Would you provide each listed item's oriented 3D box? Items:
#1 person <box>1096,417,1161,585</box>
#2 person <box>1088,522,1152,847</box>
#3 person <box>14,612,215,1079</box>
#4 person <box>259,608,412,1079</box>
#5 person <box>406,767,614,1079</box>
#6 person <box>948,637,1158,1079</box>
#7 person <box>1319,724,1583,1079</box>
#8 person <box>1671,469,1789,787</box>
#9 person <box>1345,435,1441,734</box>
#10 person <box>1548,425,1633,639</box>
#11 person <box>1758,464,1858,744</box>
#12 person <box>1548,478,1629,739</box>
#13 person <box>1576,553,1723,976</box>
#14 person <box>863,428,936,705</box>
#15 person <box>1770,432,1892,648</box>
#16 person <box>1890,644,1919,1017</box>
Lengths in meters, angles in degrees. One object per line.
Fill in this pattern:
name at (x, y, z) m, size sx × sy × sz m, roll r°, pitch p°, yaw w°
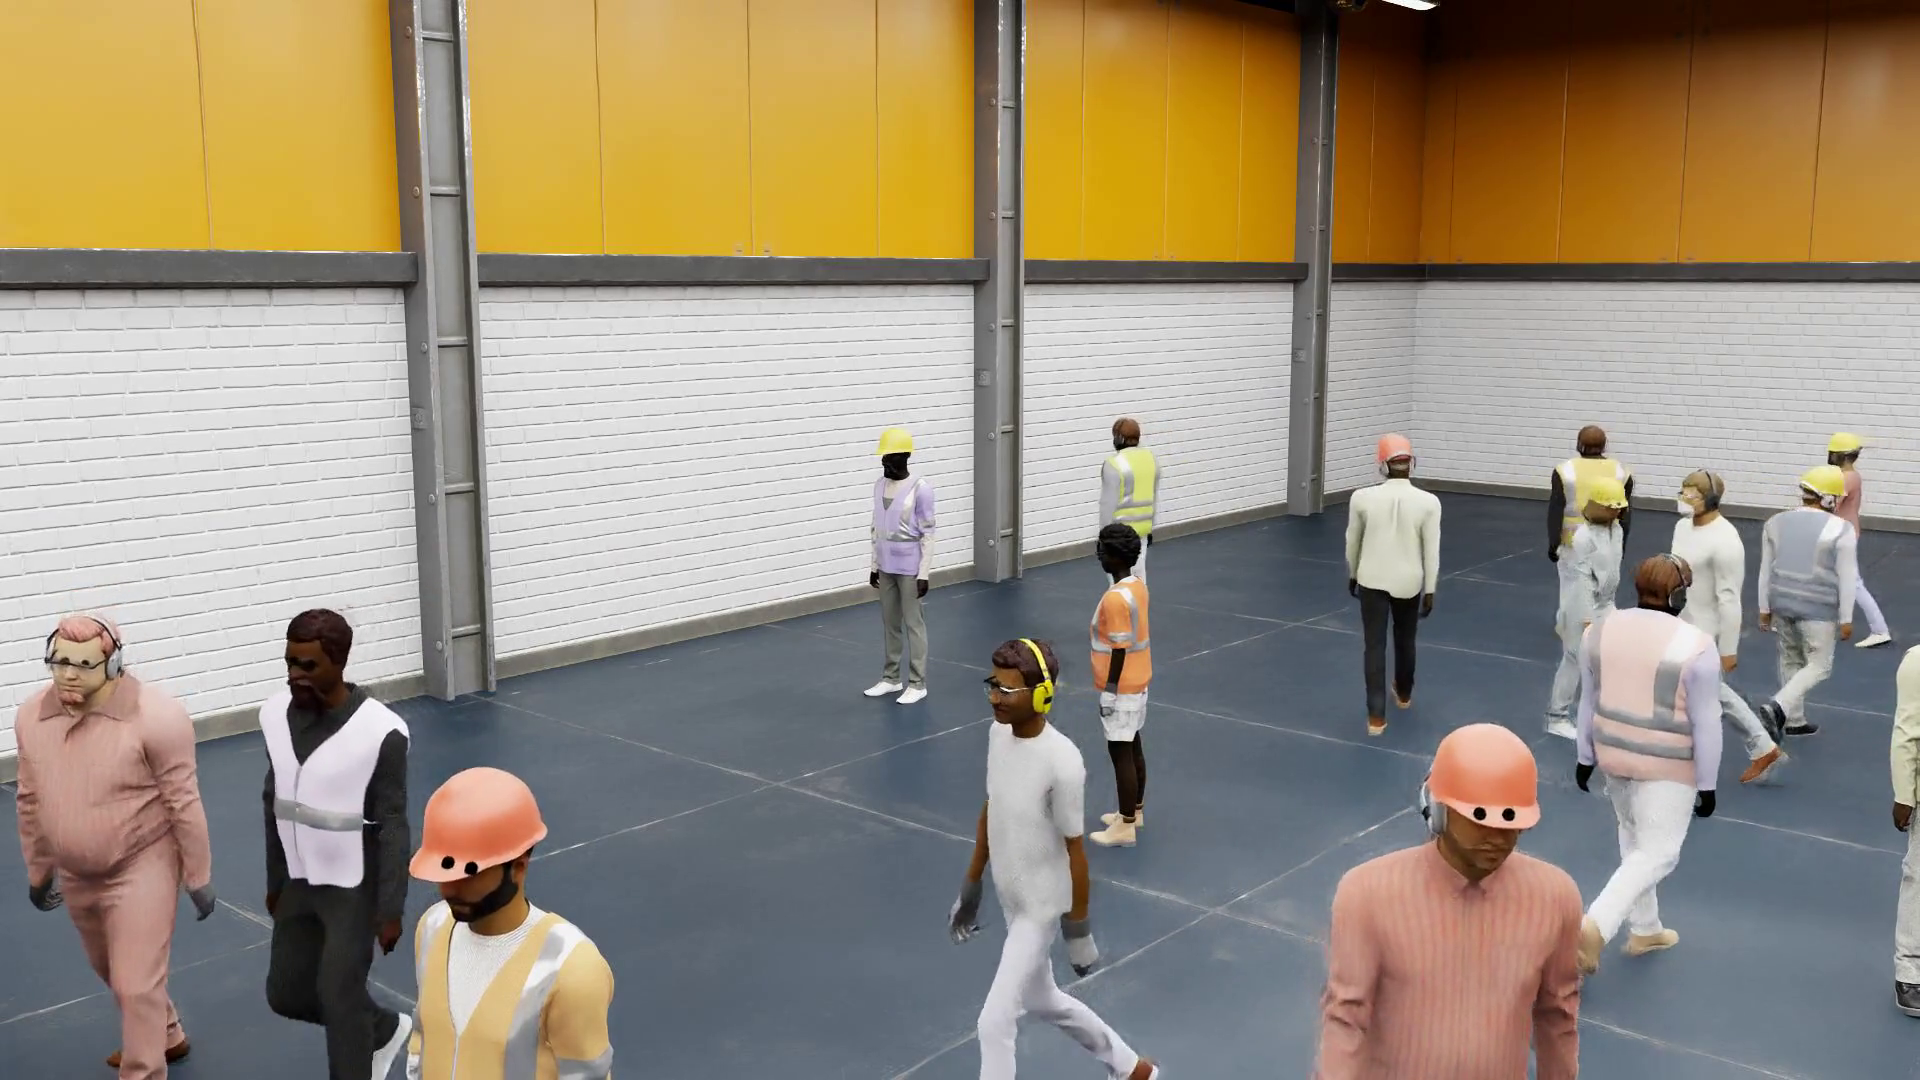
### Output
person at (1.348, -0.086, 13.537) m, size 0.429 × 1.841 × 0.634 m, roll 9°, pitch 13°, yaw 44°
person at (0.837, 0.751, 8.710) m, size 0.316 × 1.697 × 0.542 m, roll 3°, pitch 9°, yaw 18°
person at (-2.943, 1.132, 5.858) m, size 0.699 × 1.865 × 0.726 m, roll 2°, pitch 9°, yaw 14°
person at (-2.067, 1.144, 5.611) m, size 0.619 × 1.902 × 0.533 m, roll 5°, pitch 10°, yaw 26°
person at (-1.018, 1.435, 3.679) m, size 0.544 × 1.936 × 0.359 m, roll 5°, pitch 10°, yaw 28°
person at (0.281, 1.198, 5.499) m, size 0.921 × 1.836 × 0.511 m, roll -4°, pitch 10°, yaw -22°
person at (1.152, 1.386, 3.897) m, size 0.654 × 1.965 × 0.725 m, roll 0°, pitch 9°, yaw 2°
person at (4.328, 0.526, 9.549) m, size 0.988 × 1.904 × 0.640 m, roll 1°, pitch 9°, yaw 4°
person at (2.867, 0.261, 11.094) m, size 0.603 × 1.921 × 1.058 m, roll 2°, pitch 9°, yaw 11°
person at (4.989, -0.014, 13.229) m, size 0.644 × 1.791 × 0.986 m, roll 2°, pitch 9°, yaw 10°
person at (5.270, 0.423, 10.446) m, size 0.672 × 1.808 × 0.596 m, roll -5°, pitch 11°, yaw -31°
person at (4.057, 0.452, 10.564) m, size 0.507 × 1.709 × 0.621 m, roll -7°, pitch 11°, yaw -35°
person at (2.872, 0.963, 7.061) m, size 0.809 × 1.817 × 0.648 m, roll -6°, pitch 11°, yaw -32°
person at (-0.427, 0.176, 11.607) m, size 0.366 × 1.926 × 0.592 m, roll -9°, pitch 13°, yaw -44°
person at (7.113, -0.010, 13.412) m, size 0.898 × 1.726 × 0.523 m, roll 6°, pitch 11°, yaw 35°
person at (4.042, 1.012, 6.656) m, size 0.590 × 1.833 × 0.404 m, roll 1°, pitch 9°, yaw 7°
